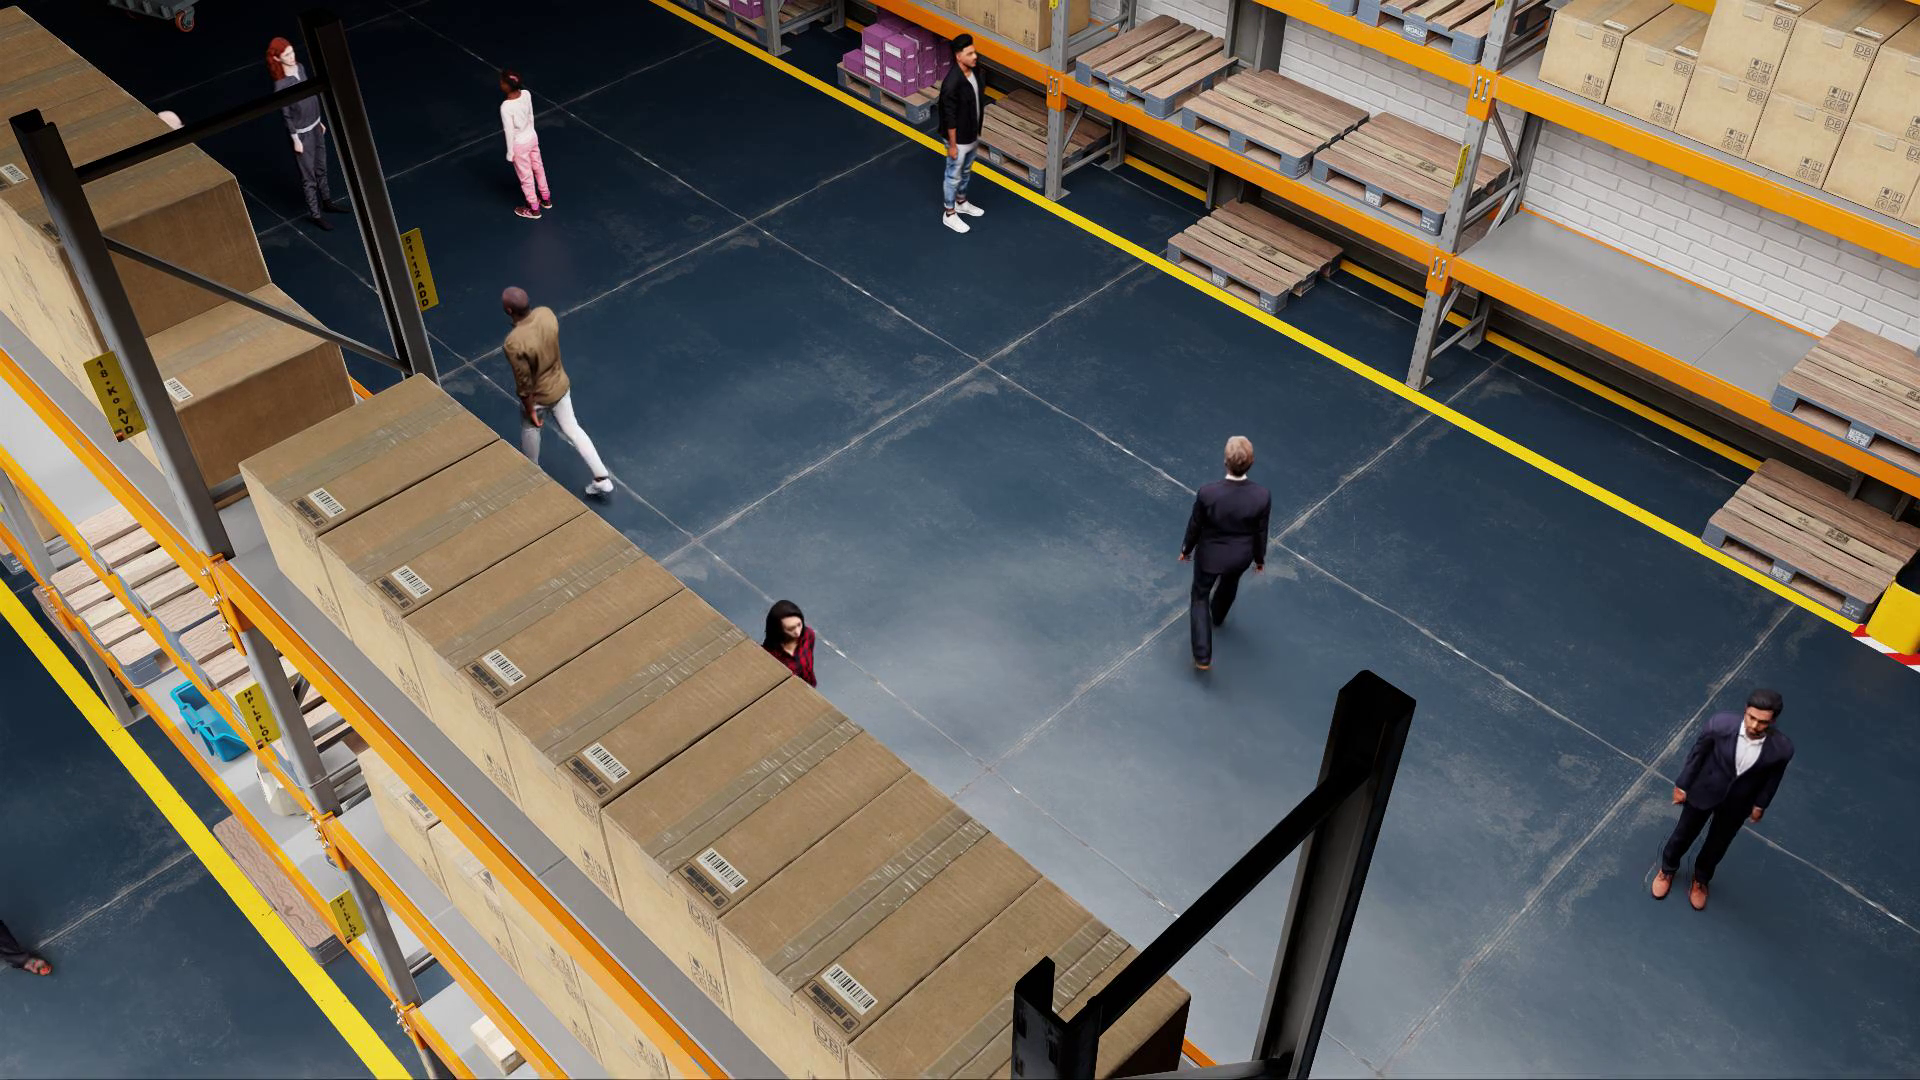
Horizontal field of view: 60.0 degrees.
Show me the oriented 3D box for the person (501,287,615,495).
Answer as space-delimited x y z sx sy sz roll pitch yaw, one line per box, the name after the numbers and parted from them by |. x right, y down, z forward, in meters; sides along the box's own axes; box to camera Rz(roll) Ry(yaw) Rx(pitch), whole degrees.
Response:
-2.925 -1.041 11.995 1.233 1.795 0.888 23 48 22 | person

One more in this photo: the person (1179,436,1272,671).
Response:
1.706 0.102 10.798 1.131 1.790 1.172 1 44 1 | person

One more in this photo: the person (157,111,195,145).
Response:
-6.236 -2.710 13.718 0.769 1.835 0.549 -28 50 -26 | person

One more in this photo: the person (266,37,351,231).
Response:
-5.789 -3.614 14.708 0.655 1.779 0.654 10 44 10 | person

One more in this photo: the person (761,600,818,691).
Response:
-1.108 0.944 10.043 0.640 1.614 1.068 -31 52 -28 | person

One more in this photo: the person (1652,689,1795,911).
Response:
4.336 1.427 9.458 0.624 1.721 0.784 16 46 16 | person

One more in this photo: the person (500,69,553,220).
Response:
-3.918 -3.581 14.916 0.594 1.444 0.610 19 47 19 | person

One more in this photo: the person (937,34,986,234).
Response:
0.001 -3.632 14.701 0.700 1.814 0.754 21 48 21 | person
